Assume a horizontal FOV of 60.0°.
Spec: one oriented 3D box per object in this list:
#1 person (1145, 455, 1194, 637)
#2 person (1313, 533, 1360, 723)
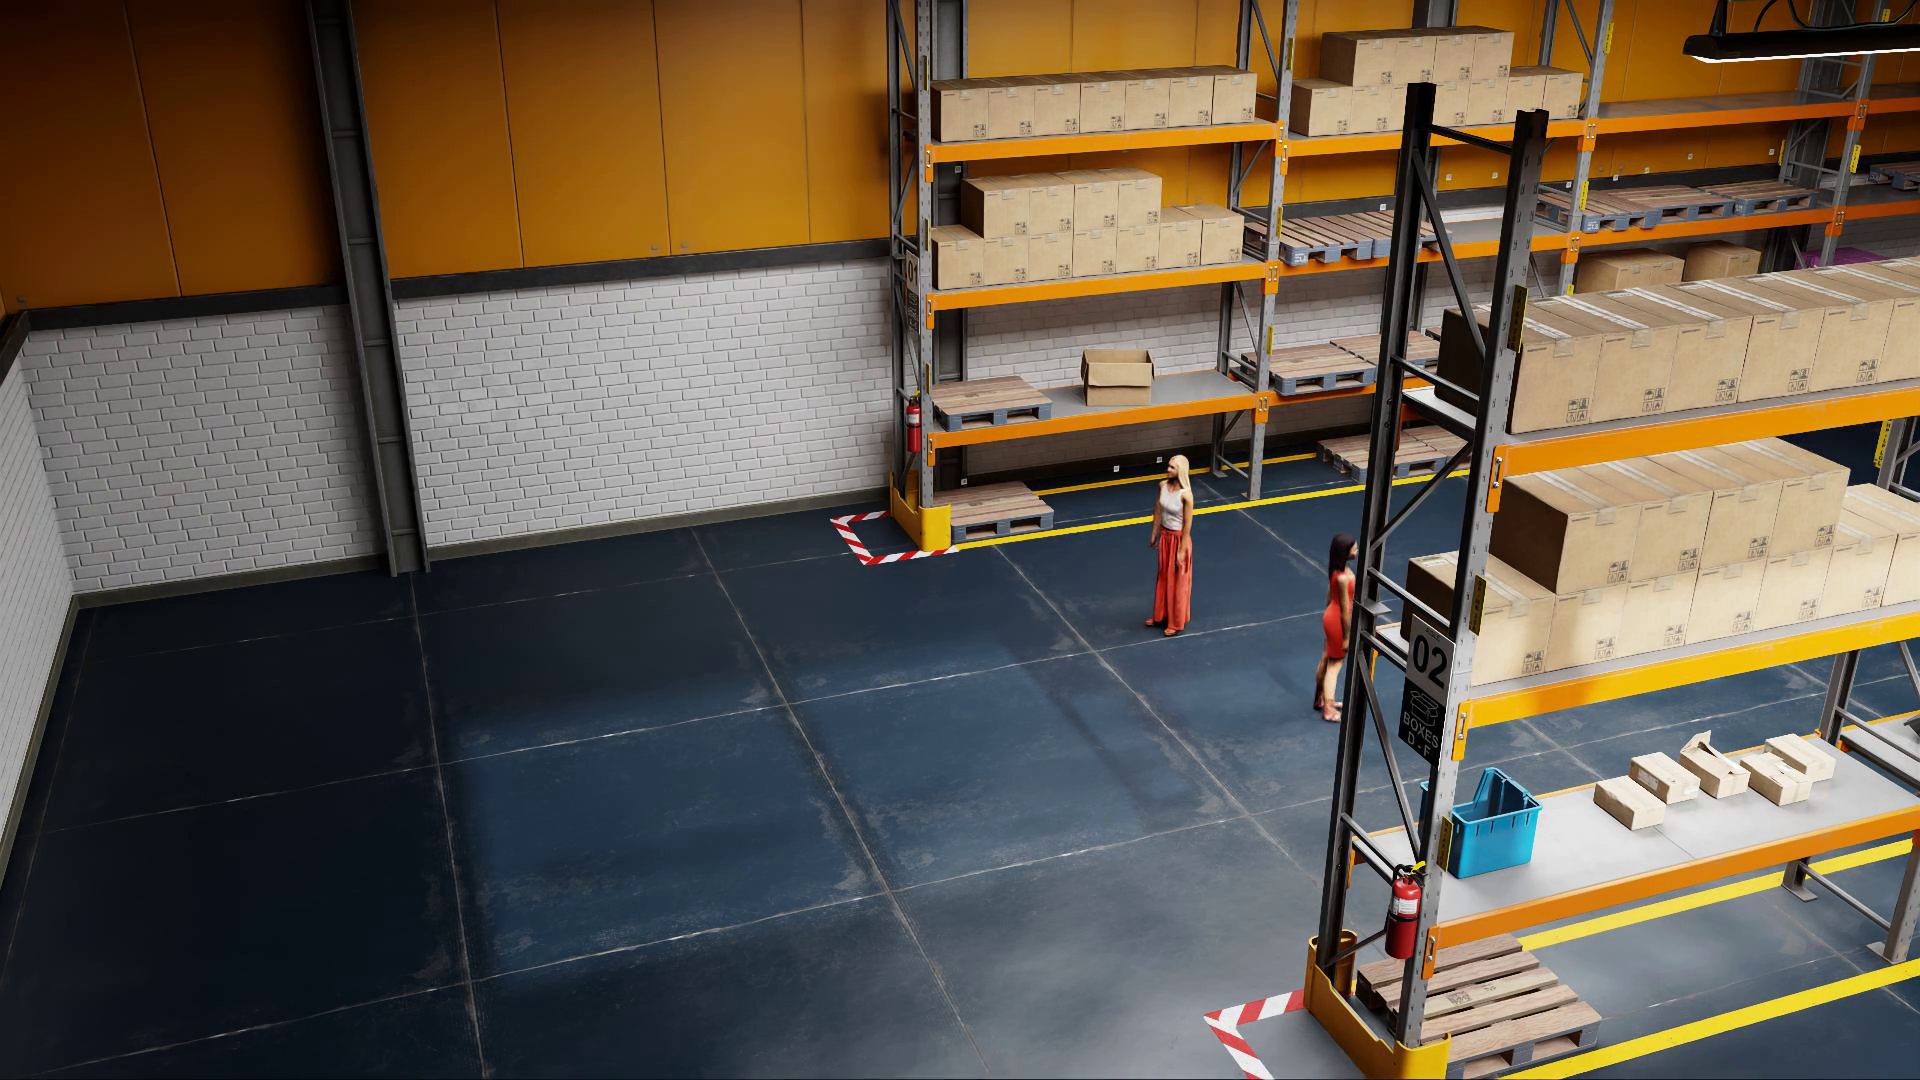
[{"bbox_3d":[2.041,0.032,15.865,0.663,1.803,0.681,-16,28,-32],"label":"person"},{"bbox_3d":[3.254,0.742,14.348,0.641,1.717,0.656,0,24,1],"label":"person"}]
